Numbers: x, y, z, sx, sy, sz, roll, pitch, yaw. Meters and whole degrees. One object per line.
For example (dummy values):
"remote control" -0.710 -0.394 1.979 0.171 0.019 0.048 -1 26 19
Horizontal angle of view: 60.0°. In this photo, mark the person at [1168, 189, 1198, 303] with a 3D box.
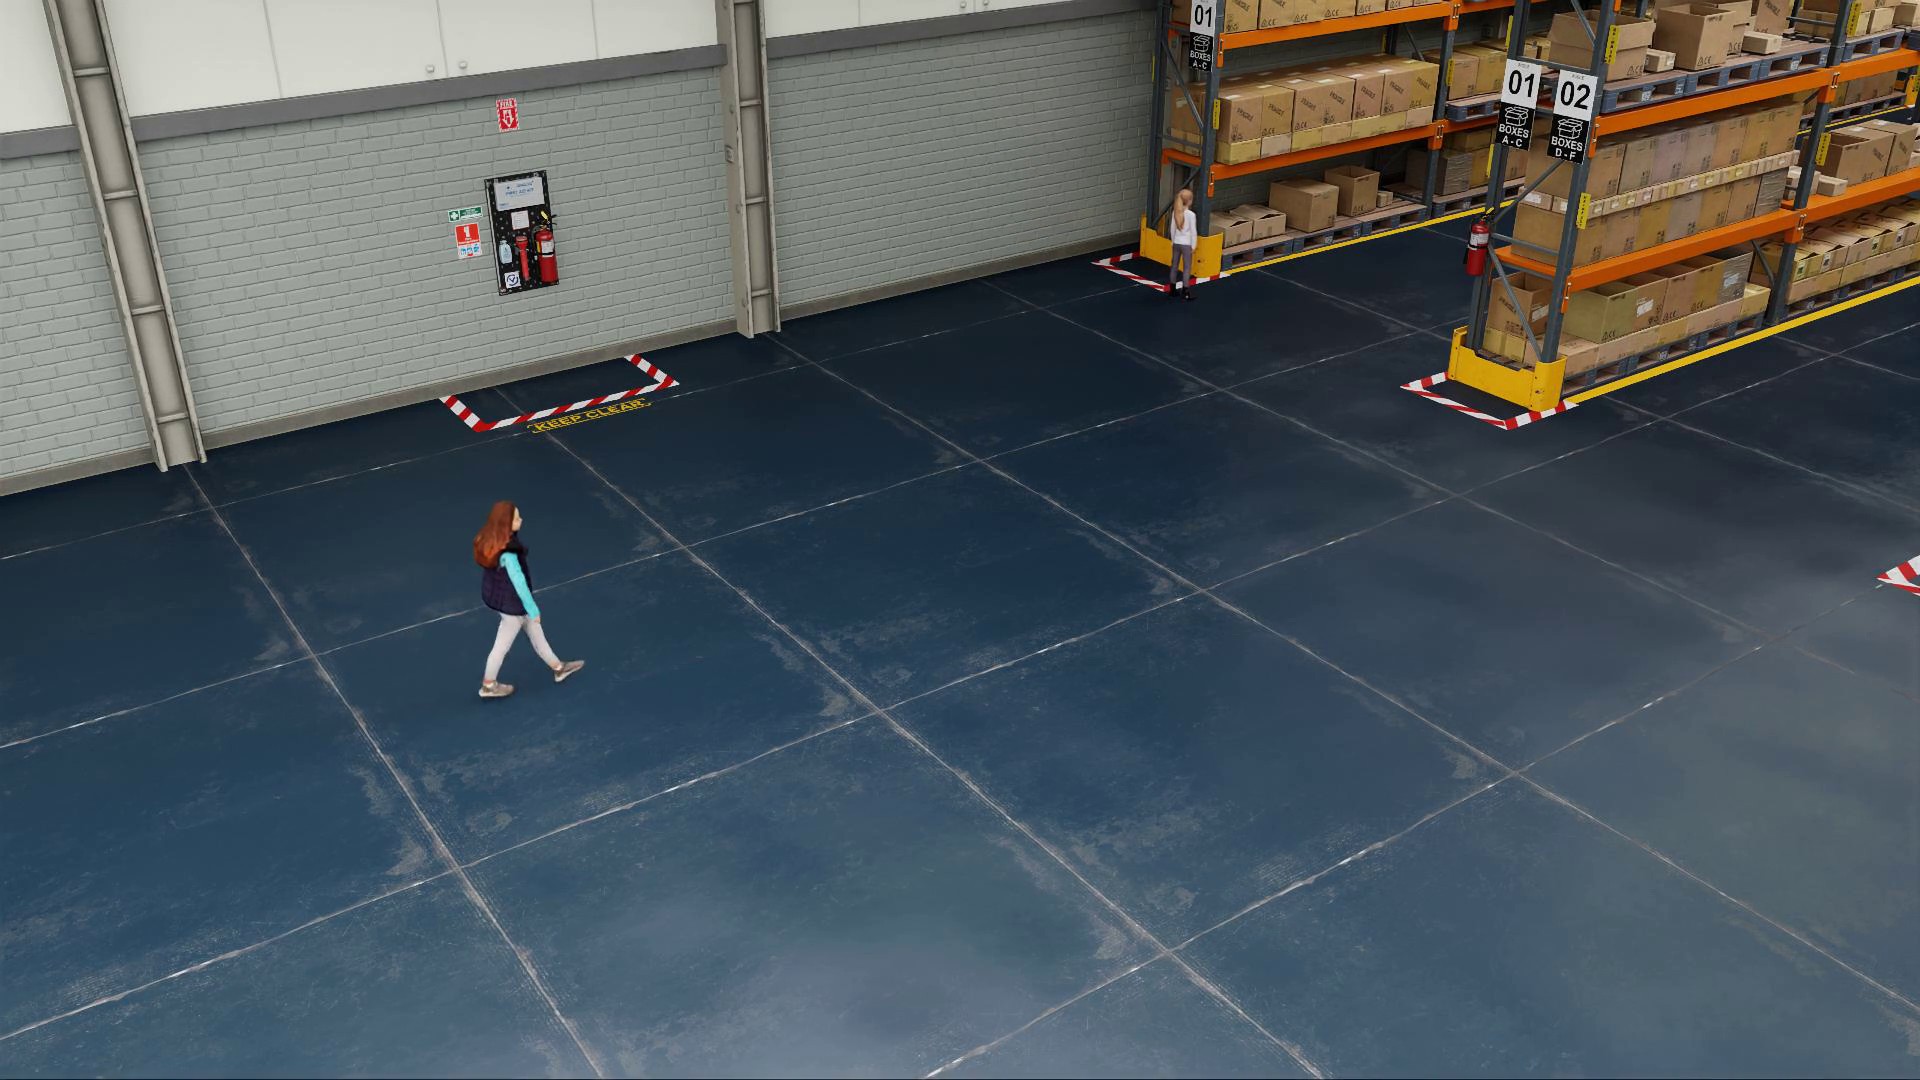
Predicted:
"person" 2.529 -3.364 18.932 0.525 1.278 0.538 24 36 39

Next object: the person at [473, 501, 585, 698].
"person" -3.122 0.451 11.350 1.026 1.437 0.737 -10 29 -18
